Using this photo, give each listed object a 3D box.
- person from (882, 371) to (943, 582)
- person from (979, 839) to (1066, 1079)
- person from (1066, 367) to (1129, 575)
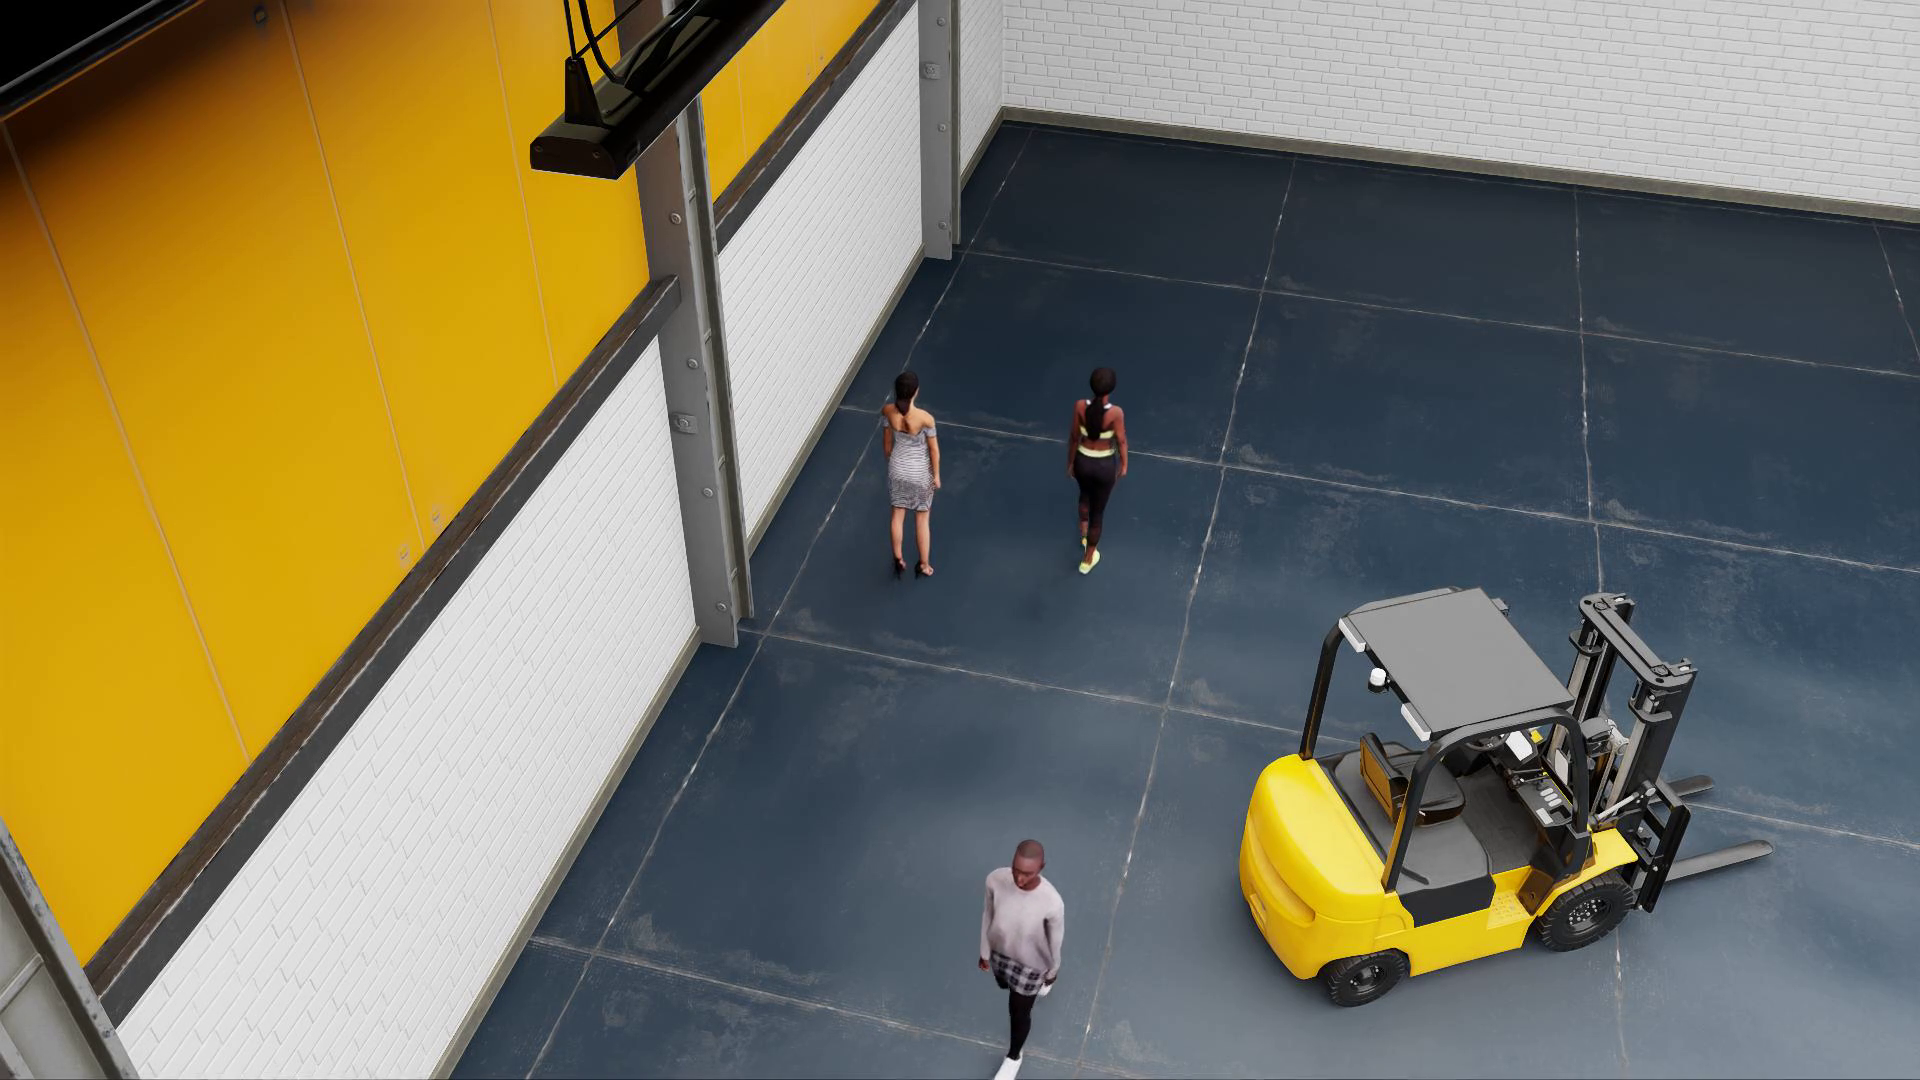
[{"bbox_3d":[-0.376,-0.466,12.344,0.618,1.822,0.559,14,41,17],"label":"person"},{"bbox_3d":[0.365,2.193,9.071,0.822,1.752,1.145,21,43,24],"label":"person"},{"bbox_3d":[0.981,-0.477,12.427,0.628,1.736,0.787,14,41,16],"label":"person"}]
